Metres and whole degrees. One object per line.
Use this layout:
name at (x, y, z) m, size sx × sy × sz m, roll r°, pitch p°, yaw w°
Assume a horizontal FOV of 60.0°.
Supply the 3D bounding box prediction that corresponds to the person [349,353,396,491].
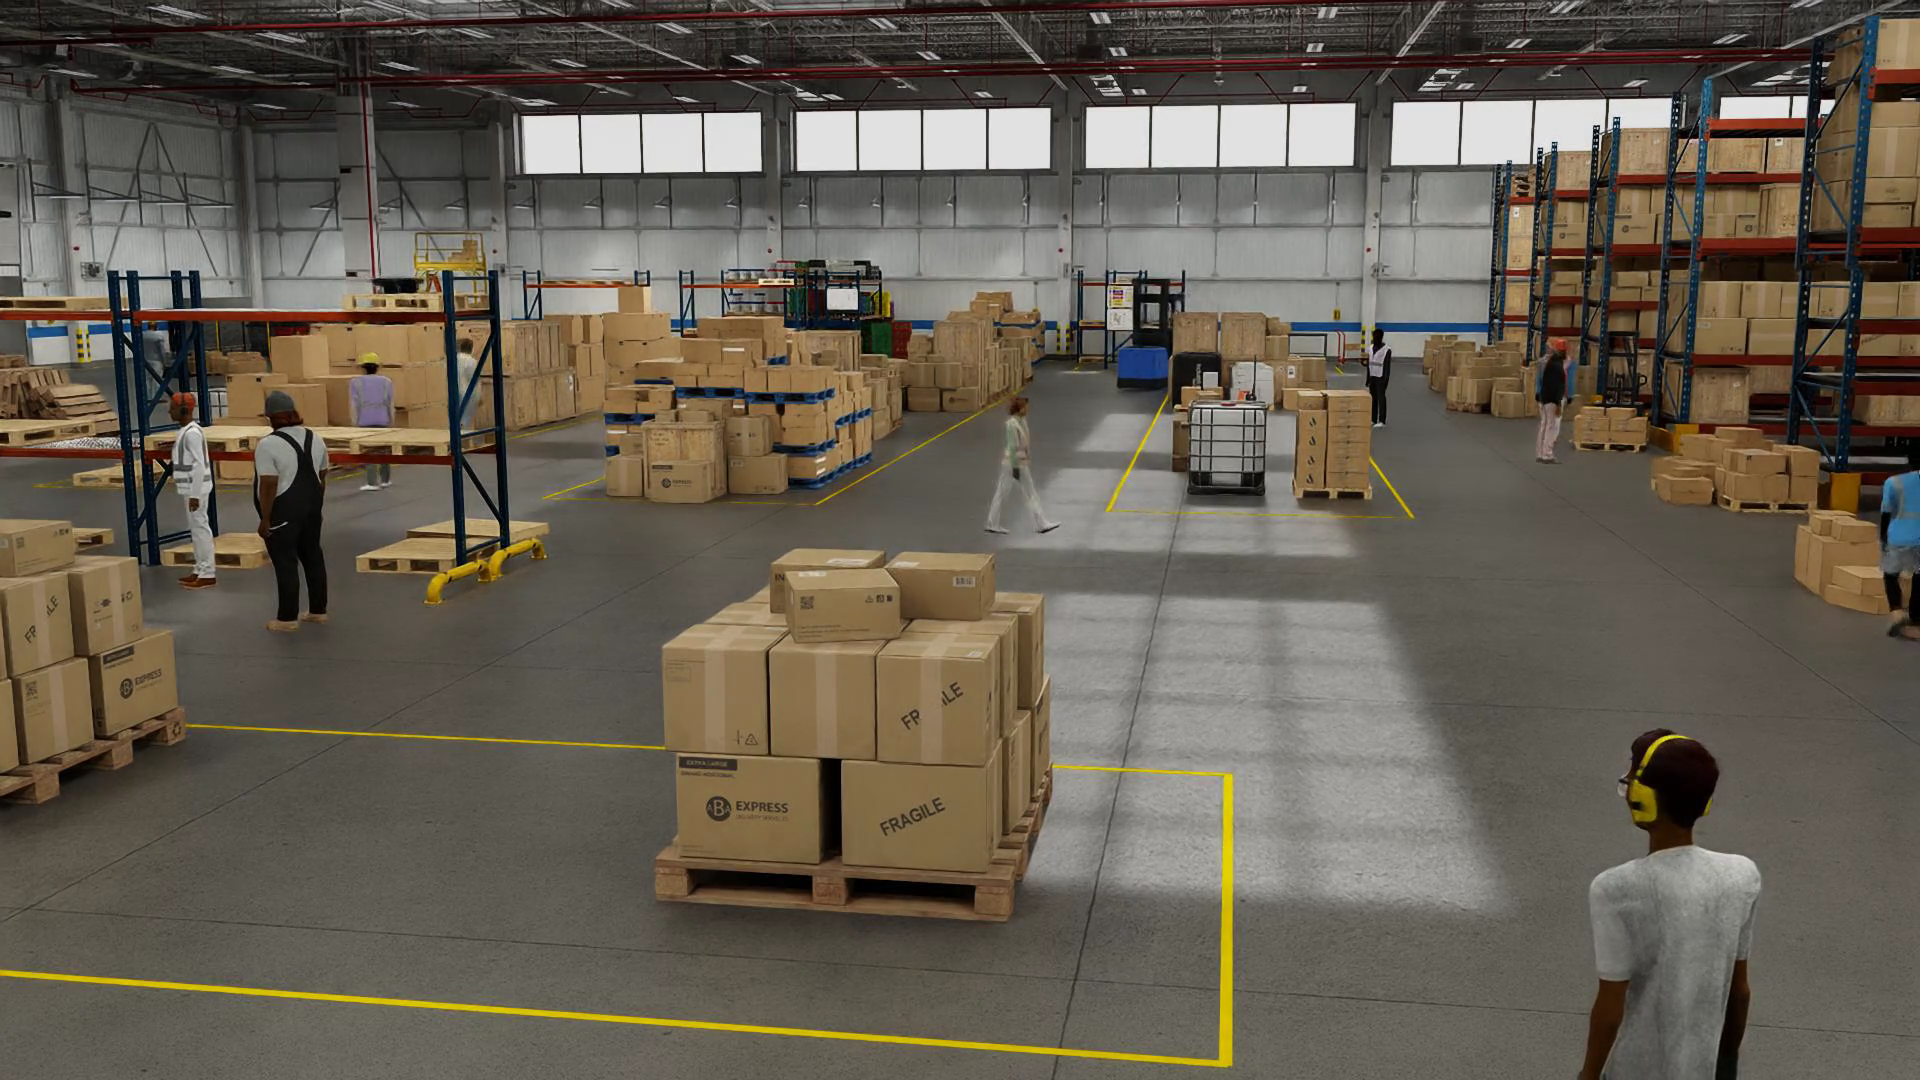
person at (-8.138, -1.632, 23.090) m, size 0.601 × 1.886 × 0.673 m, roll -5°, pitch 10°, yaw -28°

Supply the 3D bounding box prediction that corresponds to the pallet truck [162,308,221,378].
pallet truck at (-21.869, -5.598, 47.154) m, size 0.823 × 1.965 × 1.885 m, roll 4°, pitch 10°, yaw 26°

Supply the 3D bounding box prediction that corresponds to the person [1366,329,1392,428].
person at (8.118, -3.136, 32.253) m, size 0.397 × 1.911 × 0.587 m, roll -5°, pitch 10°, yaw -28°

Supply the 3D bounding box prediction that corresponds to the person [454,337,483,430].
person at (-8.193, -2.410, 27.712) m, size 0.658 × 1.924 × 0.444 m, roll 8°, pitch 12°, yaw 39°

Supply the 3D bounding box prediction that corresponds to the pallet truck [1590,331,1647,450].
pallet truck at (11.253, -2.573, 28.499) m, size 0.823 × 1.965 × 1.885 m, roll 5°, pitch 10°, yaw 27°

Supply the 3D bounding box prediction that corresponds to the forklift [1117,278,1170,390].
forklift at (4.832, -5.277, 42.458) m, size 1.129 × 2.768 × 1.873 m, roll 5°, pitch 10°, yaw 27°

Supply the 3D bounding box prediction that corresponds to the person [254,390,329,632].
person at (-5.697, -0.254, 14.061) m, size 0.535 × 2.000 × 0.685 m, roll 4°, pitch 10°, yaw 25°

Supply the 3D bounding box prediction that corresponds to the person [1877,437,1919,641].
person at (7.781, 0.006, 13.575) m, size 0.531 × 1.684 × 0.382 m, roll 3°, pitch 10°, yaw 17°

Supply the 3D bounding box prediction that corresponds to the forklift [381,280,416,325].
forklift at (-11.957, -4.169, 35.627) m, size 1.873 × 2.768 × 1.129 m, roll 1°, pitch 9°, yaw 9°

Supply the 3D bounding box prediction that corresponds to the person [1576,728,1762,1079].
person at (1.802, 1.410, 4.337) m, size 0.539 × 1.866 × 0.313 m, roll -3°, pitch 10°, yaw -18°

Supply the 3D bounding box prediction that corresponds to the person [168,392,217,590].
person at (-7.317, -0.465, 15.855) m, size 0.360 × 1.882 × 0.575 m, roll -5°, pitch 11°, yaw -29°

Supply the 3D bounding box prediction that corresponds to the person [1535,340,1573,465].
person at (9.311, -2.159, 26.116) m, size 0.400 × 1.956 × 0.782 m, roll 1°, pitch 9°, yaw 6°

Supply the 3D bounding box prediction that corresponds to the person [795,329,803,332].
person at (-3.930, -4.288, 40.190) m, size 0.533 × 1.625 × 0.461 m, roll 5°, pitch 11°, yaw 30°

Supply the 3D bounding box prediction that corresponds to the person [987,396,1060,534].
person at (0.691, -0.847, 19.066) m, size 0.879 × 1.588 × 0.539 m, roll 4°, pitch 10°, yaw 24°

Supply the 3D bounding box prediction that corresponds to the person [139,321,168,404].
person at (-18.394, -4.065, 37.930) m, size 0.623 × 1.932 × 0.367 m, roll 2°, pitch 9°, yaw 11°

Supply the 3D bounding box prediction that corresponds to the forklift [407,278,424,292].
forklift at (-14.382, -5.533, 44.038) m, size 1.873 × 2.768 × 1.129 m, roll -3°, pitch 10°, yaw -17°

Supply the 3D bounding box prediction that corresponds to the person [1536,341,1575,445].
person at (10.368, -2.563, 28.973) m, size 0.634 × 1.827 × 0.670 m, roll 8°, pitch 12°, yaw 40°
